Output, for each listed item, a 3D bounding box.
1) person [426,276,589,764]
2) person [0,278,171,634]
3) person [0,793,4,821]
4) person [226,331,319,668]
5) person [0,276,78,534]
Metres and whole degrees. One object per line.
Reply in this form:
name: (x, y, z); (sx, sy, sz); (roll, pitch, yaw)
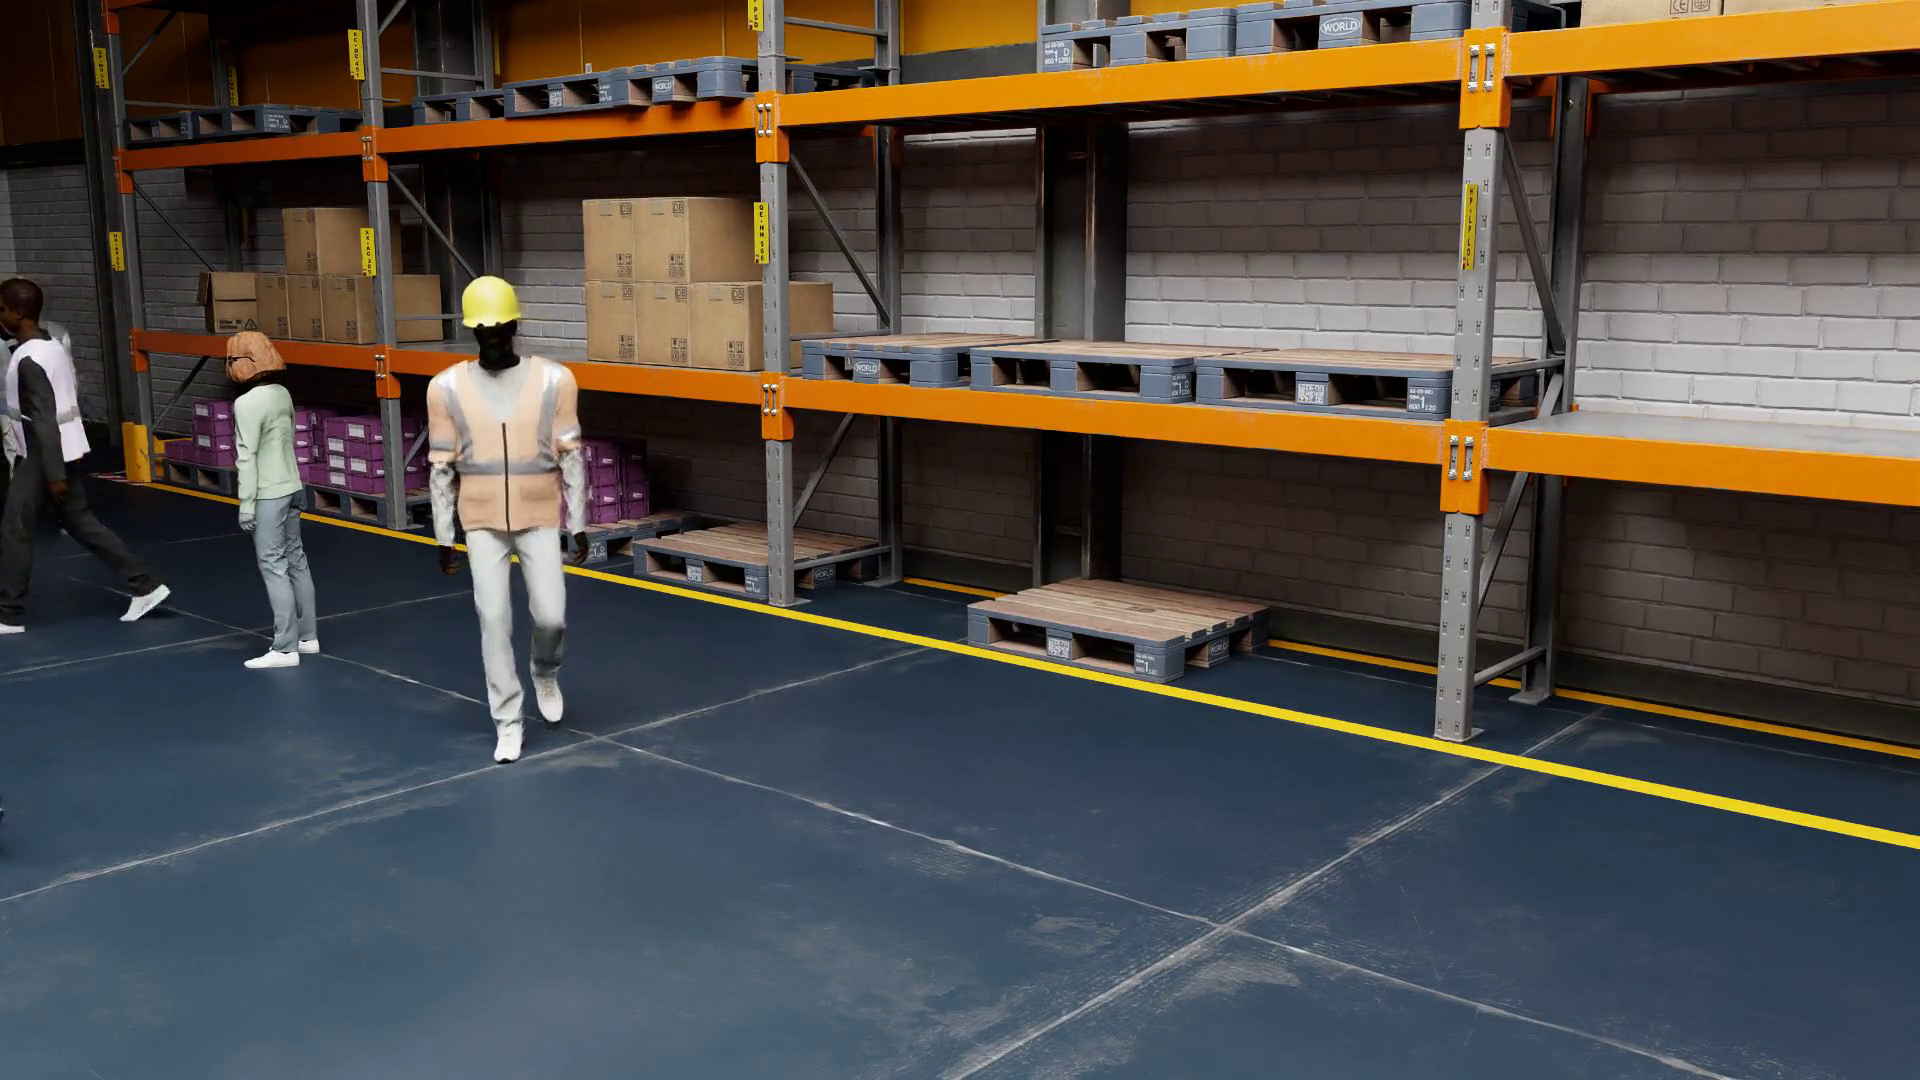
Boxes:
person: (-1.801, -0.093, 6.656); (0.614, 1.912, 0.536); (-2, 10, -12)
person: (-4.762, -0.439, 8.767); (0.976, 1.882, 0.609); (-3, 10, -17)
person: (-3.504, 0.227, 5.463); (0.519, 1.686, 0.546); (5, 11, 28)
person: (-3.361, -0.196, 8.091); (0.287, 1.624, 0.497); (0, 10, 0)
person: (-6.536, -0.934, 11.699); (0.600, 1.827, 0.404); (-6, 12, -32)
